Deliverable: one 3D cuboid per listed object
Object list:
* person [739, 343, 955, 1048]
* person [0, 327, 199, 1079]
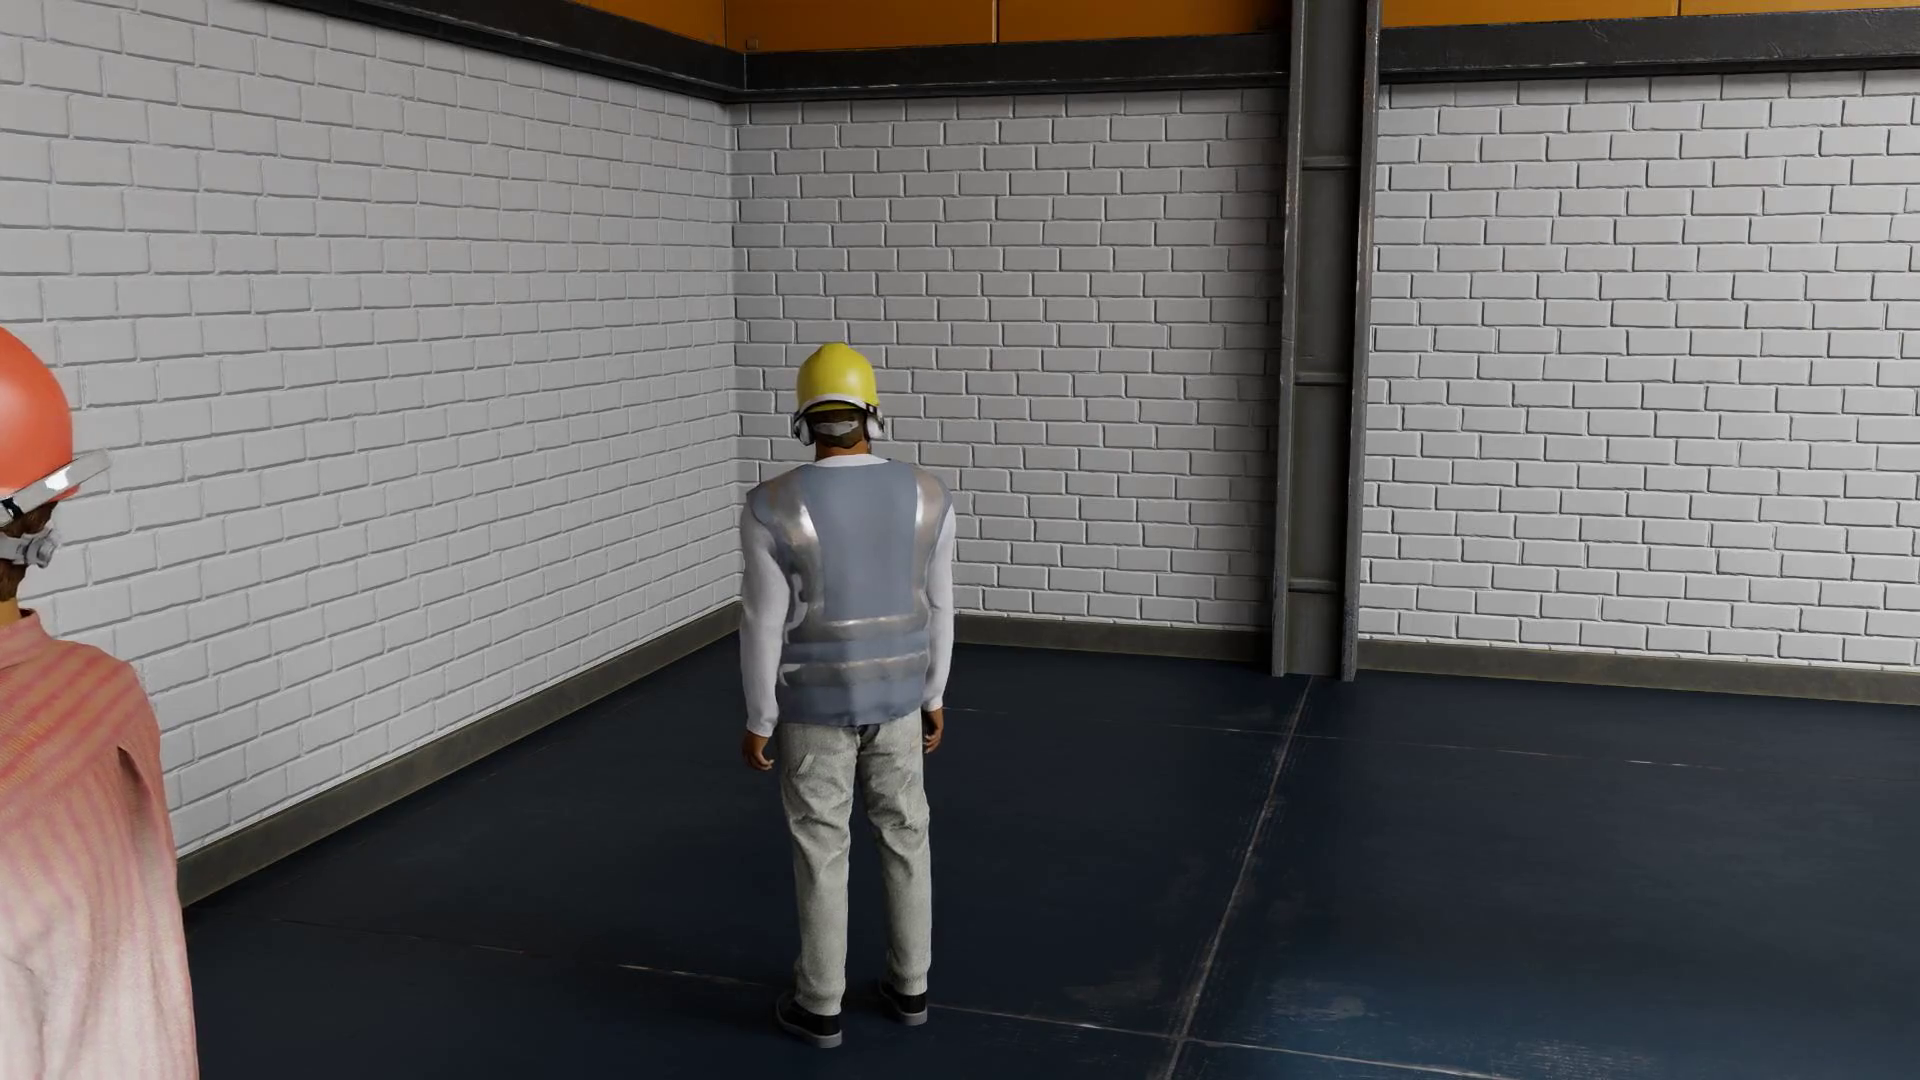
[{"bbox_3d":[-0.301,0.406,4.344,0.591,1.829,0.404,-5,10,-26],"label":"person"},{"bbox_3d":[-0.934,0.766,1.641,0.375,1.997,0.612,-3,10,-15],"label":"person"}]
